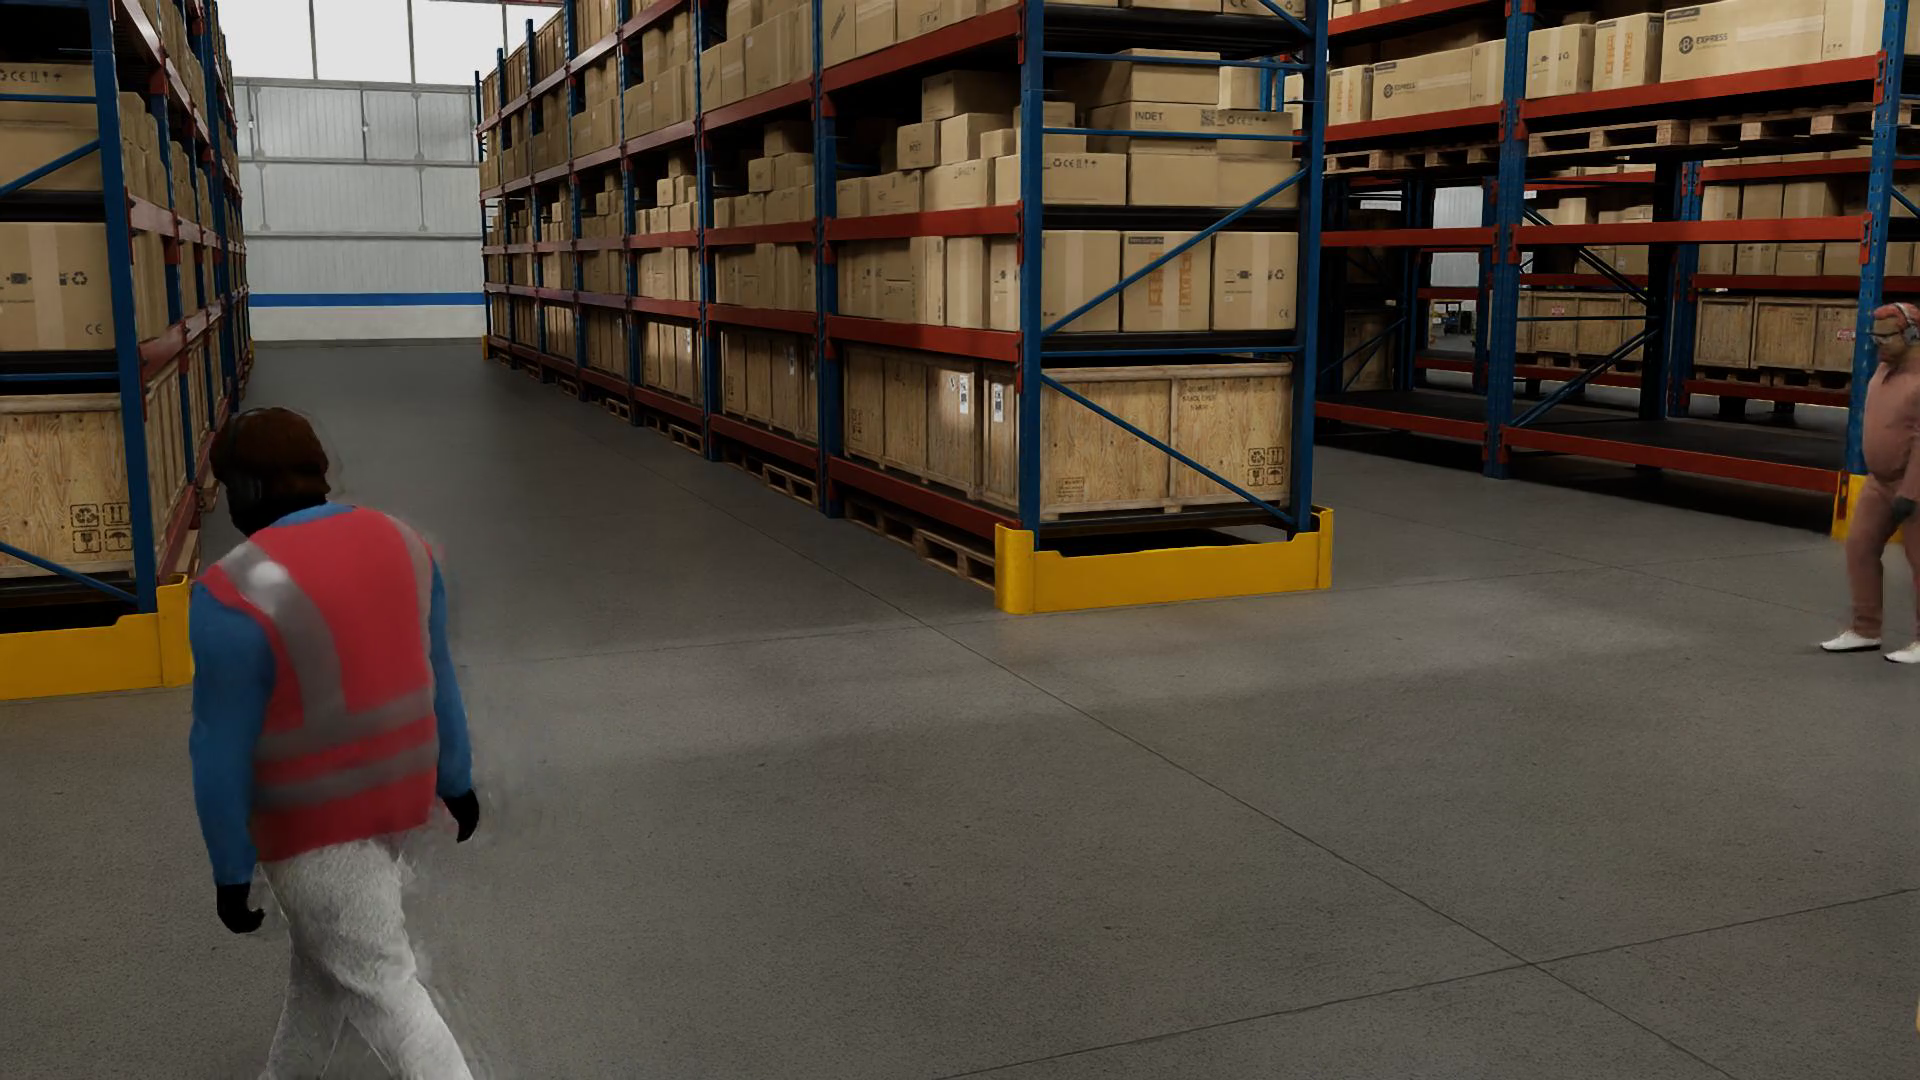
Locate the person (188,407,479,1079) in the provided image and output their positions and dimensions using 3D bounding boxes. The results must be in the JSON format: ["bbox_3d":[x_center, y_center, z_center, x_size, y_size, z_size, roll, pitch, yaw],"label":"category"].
[{"bbox_3d":[-1.330,0.593,3.632,0.989,1.777,0.667,3,10,20],"label":"person"}]

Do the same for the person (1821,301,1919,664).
[{"bbox_3d":[4.875,-0.292,8.616,0.451,1.874,0.663,-1,10,-5],"label":"person"}]
